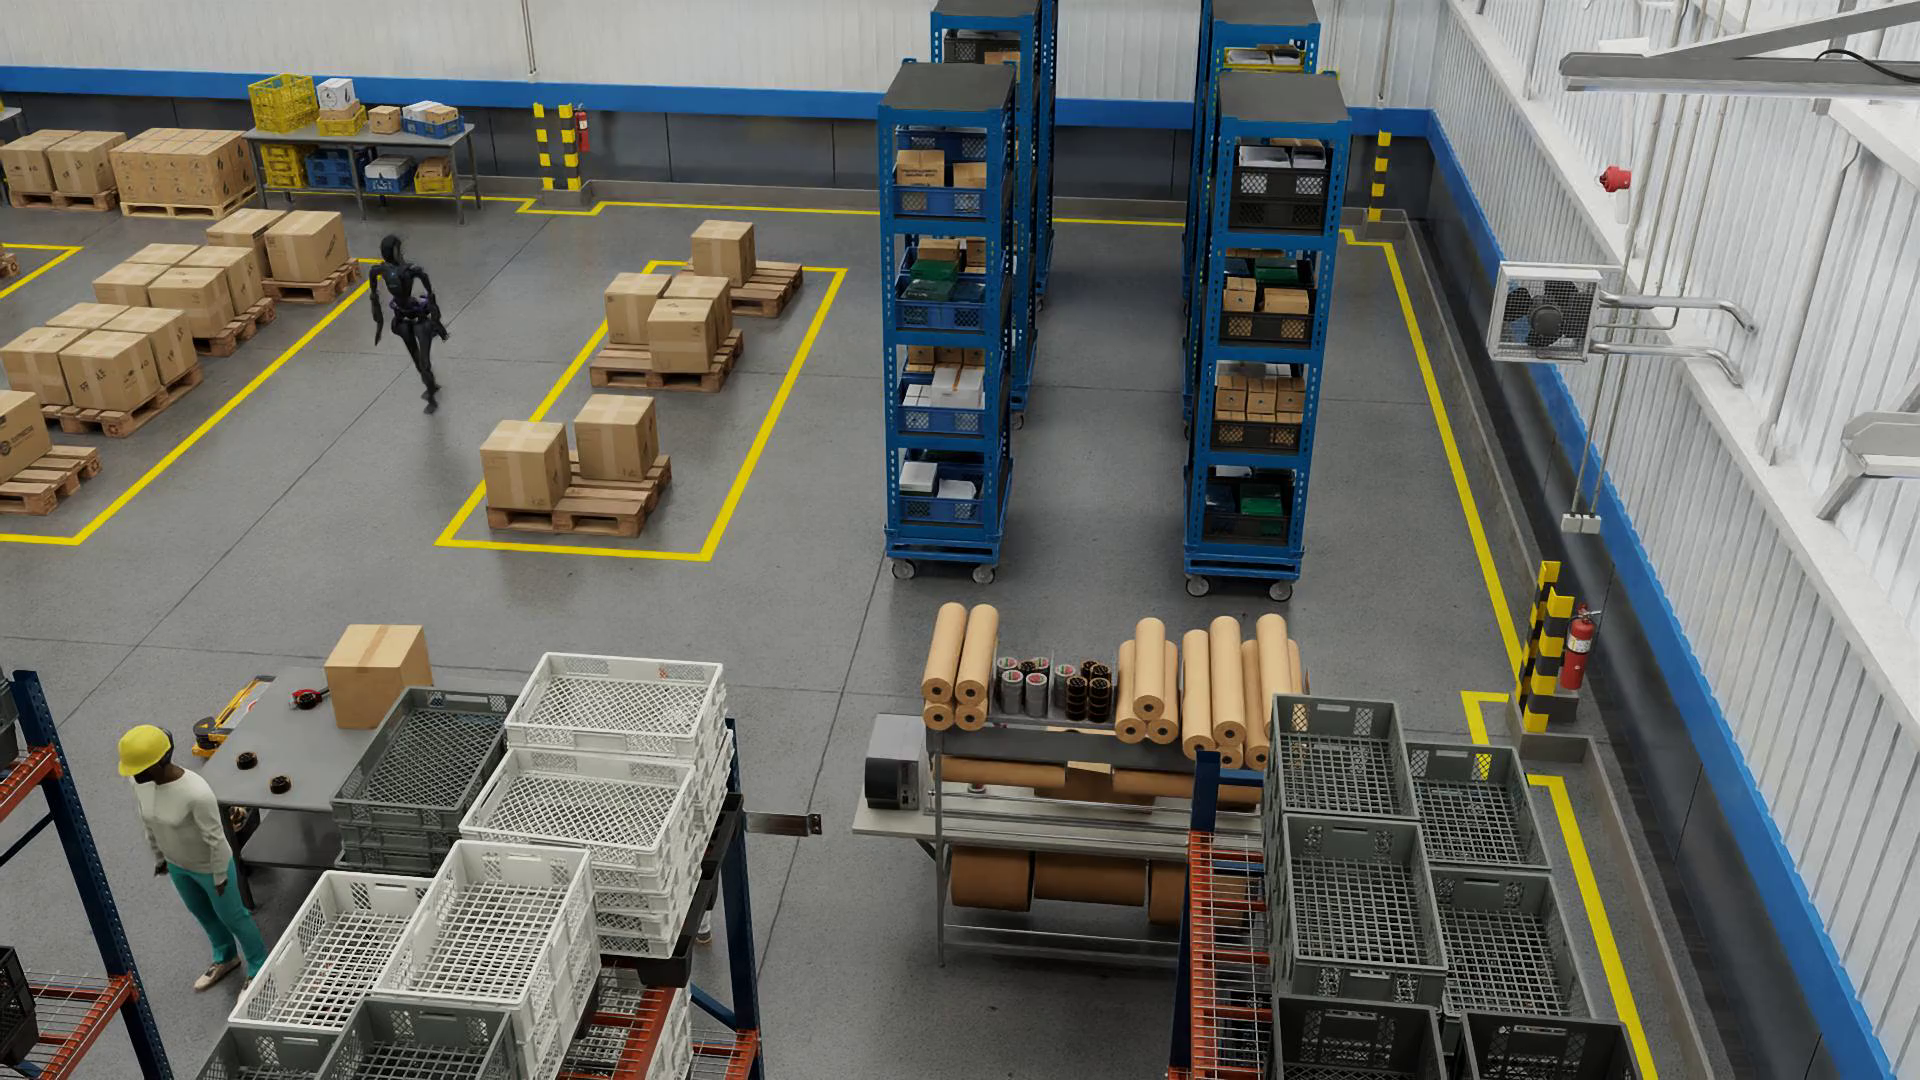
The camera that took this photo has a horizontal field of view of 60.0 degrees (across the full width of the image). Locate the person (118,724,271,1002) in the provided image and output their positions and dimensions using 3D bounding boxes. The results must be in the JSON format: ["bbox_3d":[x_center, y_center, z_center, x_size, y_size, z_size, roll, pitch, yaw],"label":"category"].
[{"bbox_3d":[-3.884,1.636,8.394,0.514,1.751,0.374,12,32,19],"label":"person"}]

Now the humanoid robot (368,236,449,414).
[{"bbox_3d":[-4.834,-1.937,14.628,0.577,1.609,0.680,6,31,10],"label":"humanoid robot"}]

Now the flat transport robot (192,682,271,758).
[{"bbox_3d":[-4.089,1.163,10.648,1.431,0.197,0.652,3,30,6],"label":"flat transport robot"}]

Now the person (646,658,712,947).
[{"bbox_3d":[-1.544,1.423,8.625,0.350,1.882,0.582,24,38,35],"label":"person"}]
